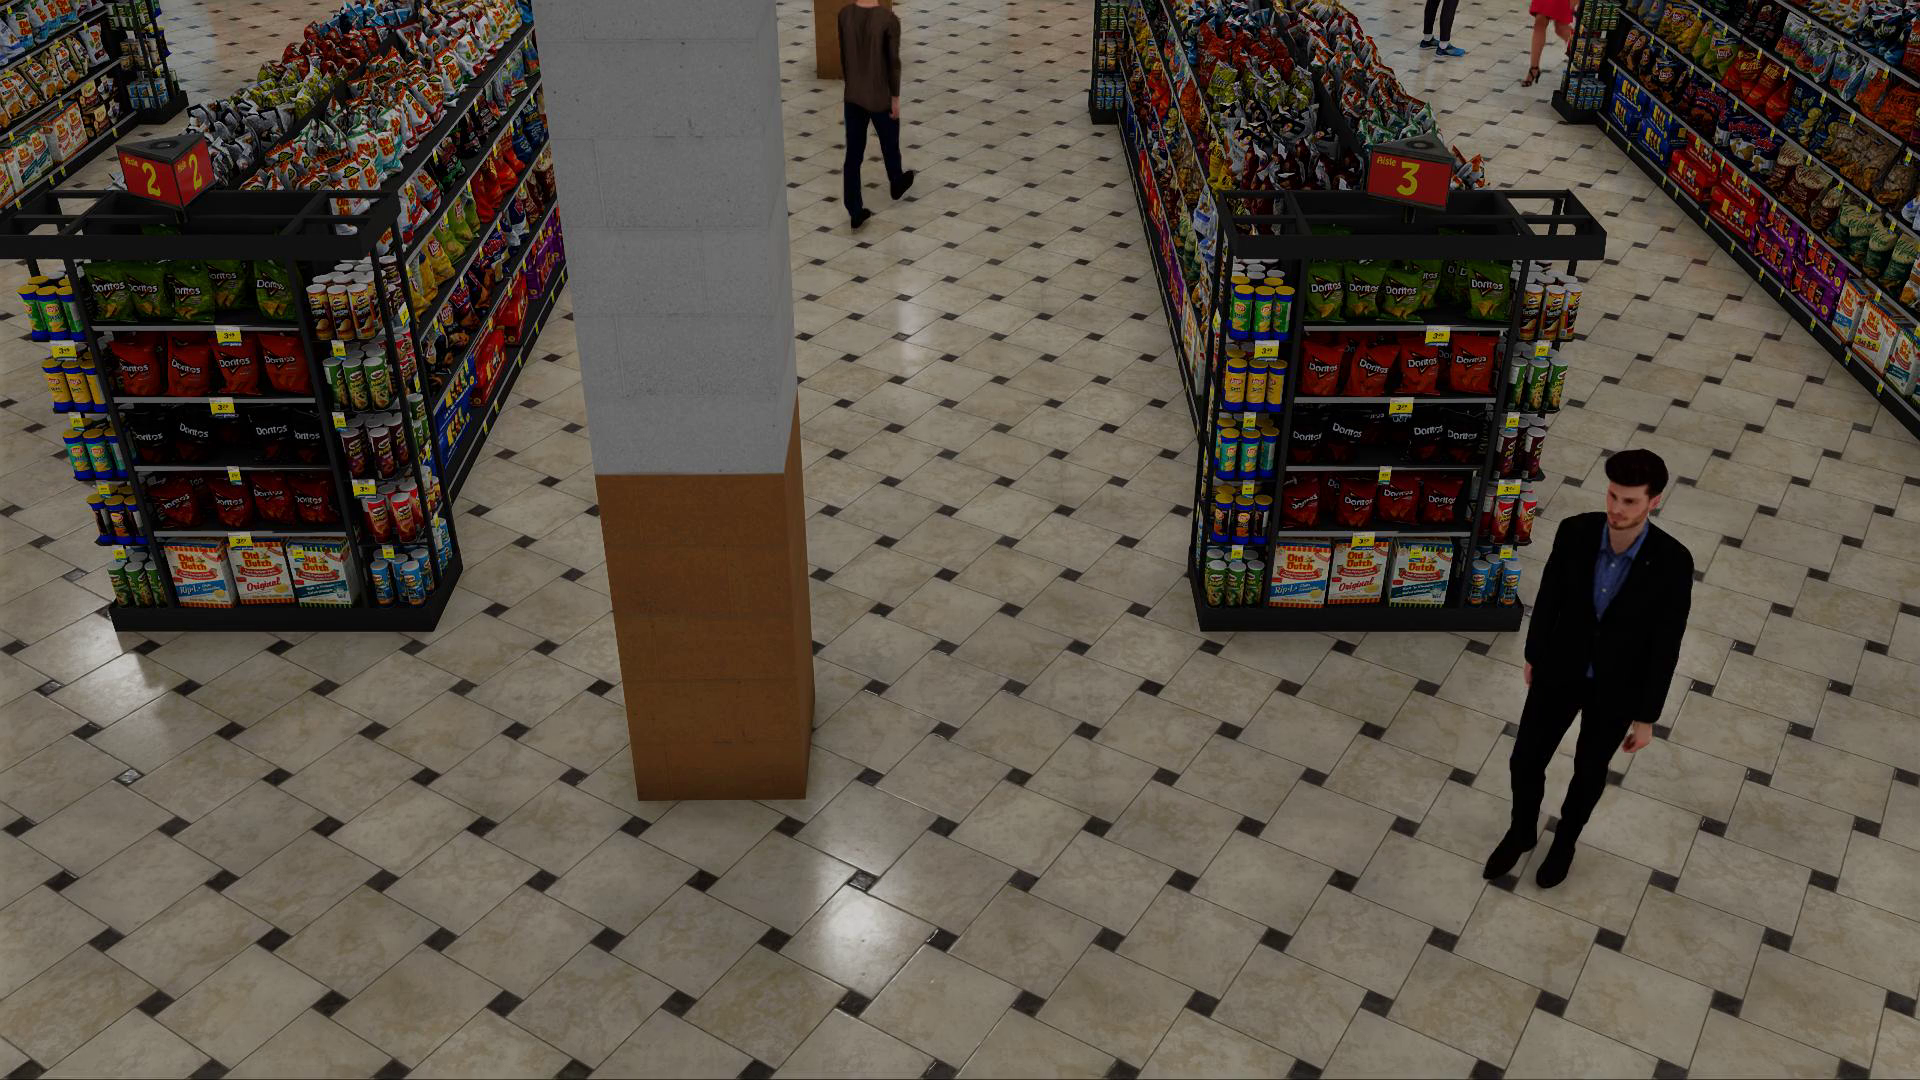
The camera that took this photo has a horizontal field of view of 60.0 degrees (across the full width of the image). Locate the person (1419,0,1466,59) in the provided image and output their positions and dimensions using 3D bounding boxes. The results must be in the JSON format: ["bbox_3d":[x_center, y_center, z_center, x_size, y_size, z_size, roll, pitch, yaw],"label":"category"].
[{"bbox_3d":[4.680,-5.572,15.847,0.812,1.829,0.618,-9,33,-14],"label":"person"}]

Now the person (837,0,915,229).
[{"bbox_3d":[-0.688,-3.142,11.938,0.942,1.833,1.225,11,34,17],"label":"person"}]

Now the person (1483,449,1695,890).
[{"bbox_3d":[2.360,0.460,6.107,0.826,1.878,0.861,20,37,29],"label":"person"}]

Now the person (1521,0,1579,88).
[{"bbox_3d":[5.460,-4.965,14.991,0.956,1.703,0.965,-19,37,-28],"label":"person"}]
